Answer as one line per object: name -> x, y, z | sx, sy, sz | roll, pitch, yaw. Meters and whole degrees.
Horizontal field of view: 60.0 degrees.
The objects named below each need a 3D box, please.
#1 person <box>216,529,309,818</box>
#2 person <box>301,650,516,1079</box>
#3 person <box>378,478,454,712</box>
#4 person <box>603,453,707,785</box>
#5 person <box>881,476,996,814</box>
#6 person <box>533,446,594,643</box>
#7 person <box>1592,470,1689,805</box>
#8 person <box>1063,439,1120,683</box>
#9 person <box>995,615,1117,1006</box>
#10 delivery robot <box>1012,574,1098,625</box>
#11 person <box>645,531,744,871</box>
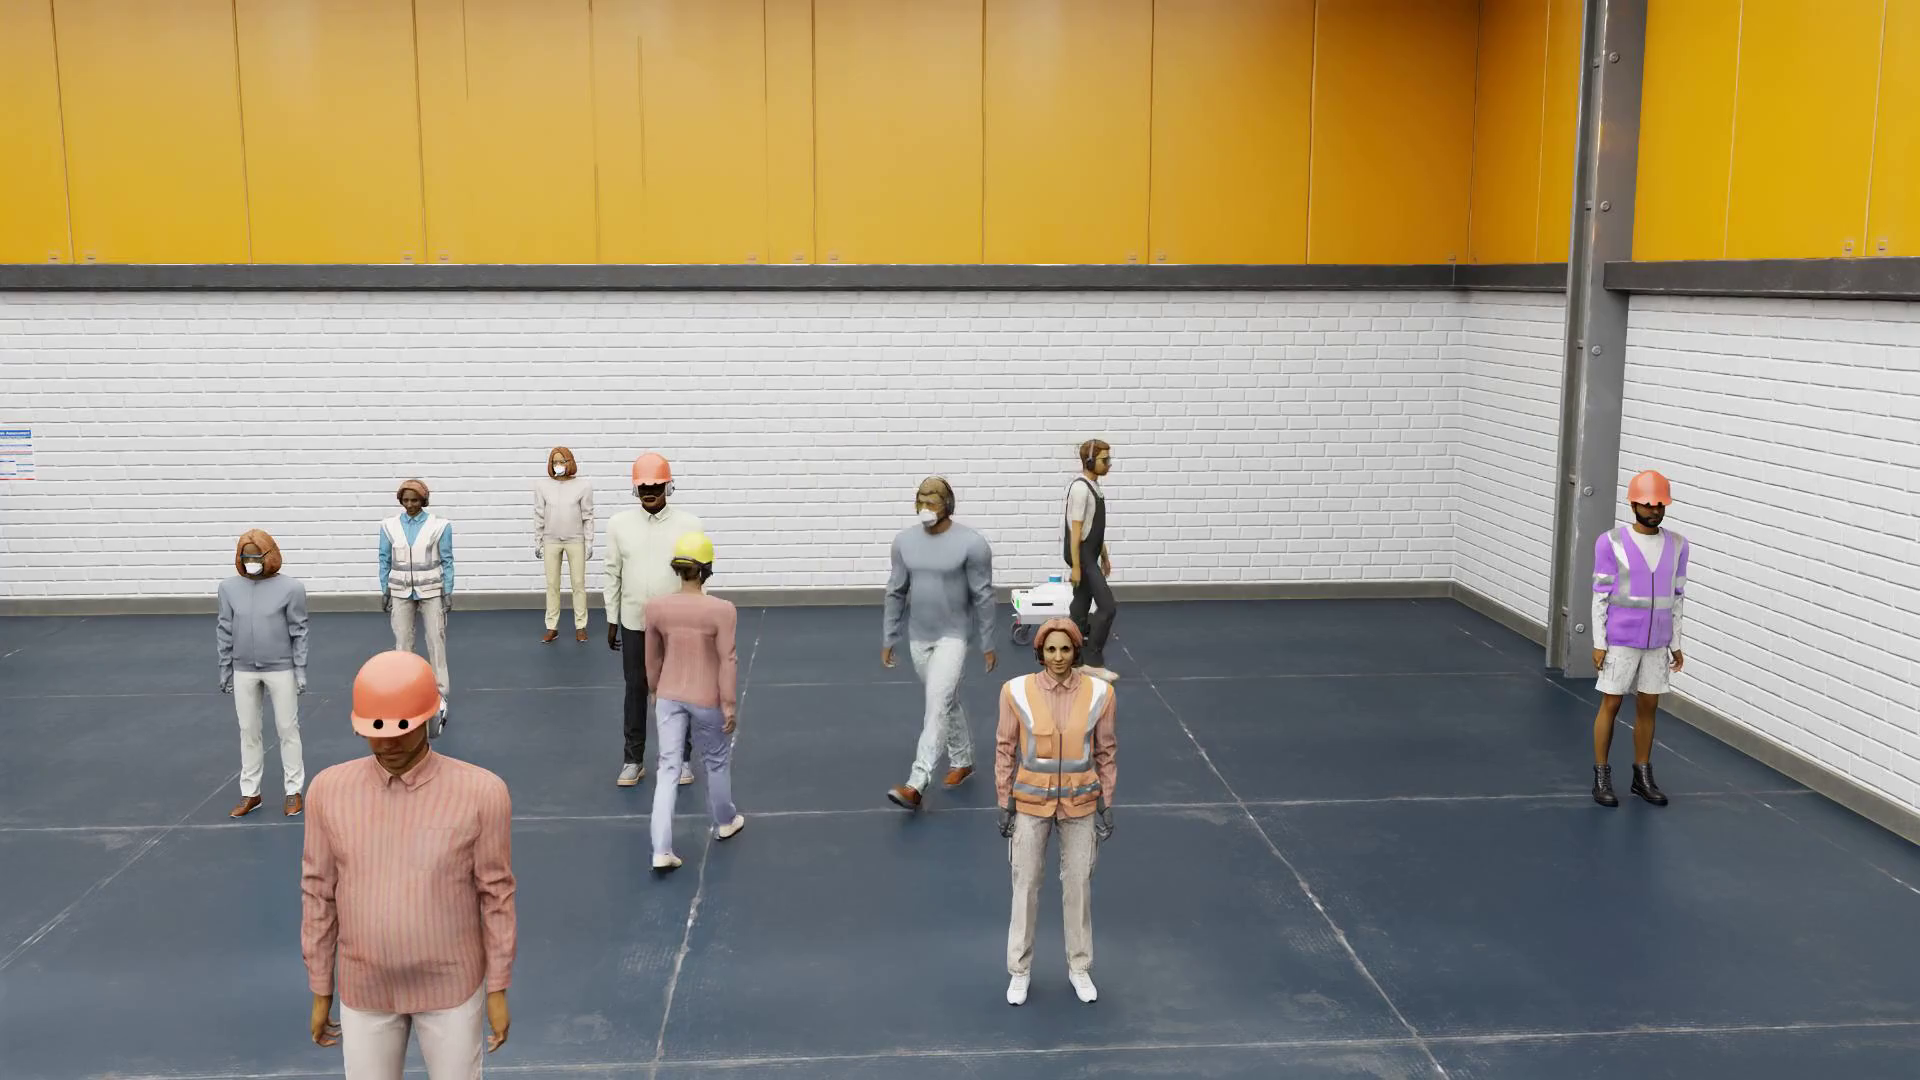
person -> -3.904, 0.743, 9.331 | 0.497, 1.633, 0.289 | -1, 9, -4
person -> -1.592, 1.285, 4.813 | 0.608, 1.989, 0.387 | -1, 9, -4
person -> -3.771, 0.385, 11.562 | 0.510, 1.639, 0.308 | -1, 9, -4
person -> -1.812, 0.471, 9.901 | 0.608, 1.995, 0.377 | -1, 9, -4
person -> -0.175, 0.585, 9.499 | 0.656, 1.887, 1.020 | 6, 11, 32
person -> -3.276, 0.036, 13.766 | 0.497, 1.633, 0.284 | -1, 9, -4
person -> 3.888, 0.561, 9.515 | 0.542, 1.938, 0.357 | -1, 9, -4
person -> 1.031, 0.164, 12.347 | 0.592, 1.826, 0.551 | 2, 9, 13
person -> 0.398, 1.120, 6.939 | 0.510, 1.640, 0.308 | -1, 9, -4
delivery robot -> 0.784, 0.528, 13.759 | 0.707, 0.478, 0.477 | -1, 9, -4
person -> -1.395, 0.814, 8.619 | 0.541, 1.722, 0.905 | 2, 9, 13
